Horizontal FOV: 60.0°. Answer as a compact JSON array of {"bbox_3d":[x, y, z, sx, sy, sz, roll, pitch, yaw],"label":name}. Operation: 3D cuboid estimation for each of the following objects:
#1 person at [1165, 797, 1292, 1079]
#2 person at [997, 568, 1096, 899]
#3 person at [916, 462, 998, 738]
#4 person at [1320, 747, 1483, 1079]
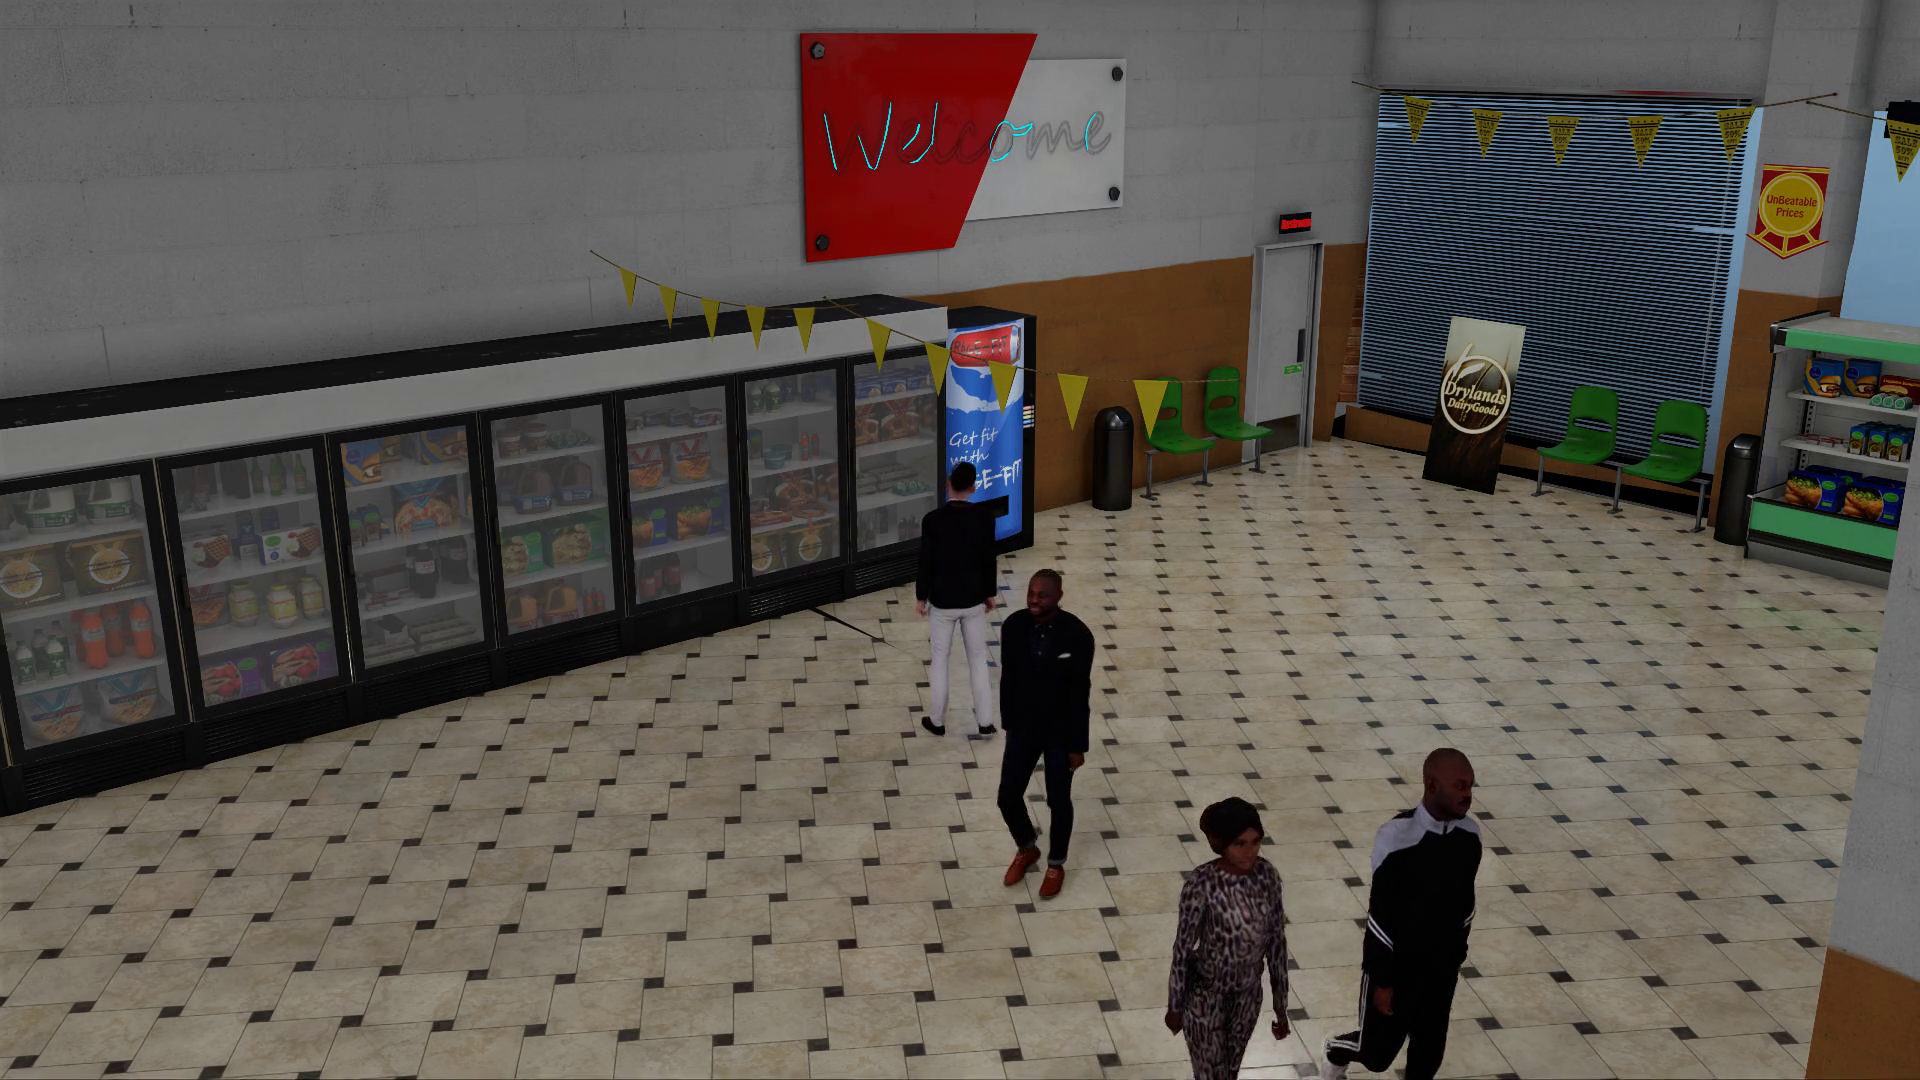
[{"bbox_3d":[0.993,1.753,6.509,0.680,1.702,0.722,-6,18,-20],"label":"person"},{"bbox_3d":[0.486,0.997,8.817,0.770,1.808,0.877,7,18,21],"label":"person"},{"bbox_3d":[0.007,0.397,10.743,0.838,1.837,0.880,-5,18,-17],"label":"person"},{"bbox_3d":[1.777,1.639,6.697,0.882,1.810,1.021,-4,17,-13],"label":"person"}]
